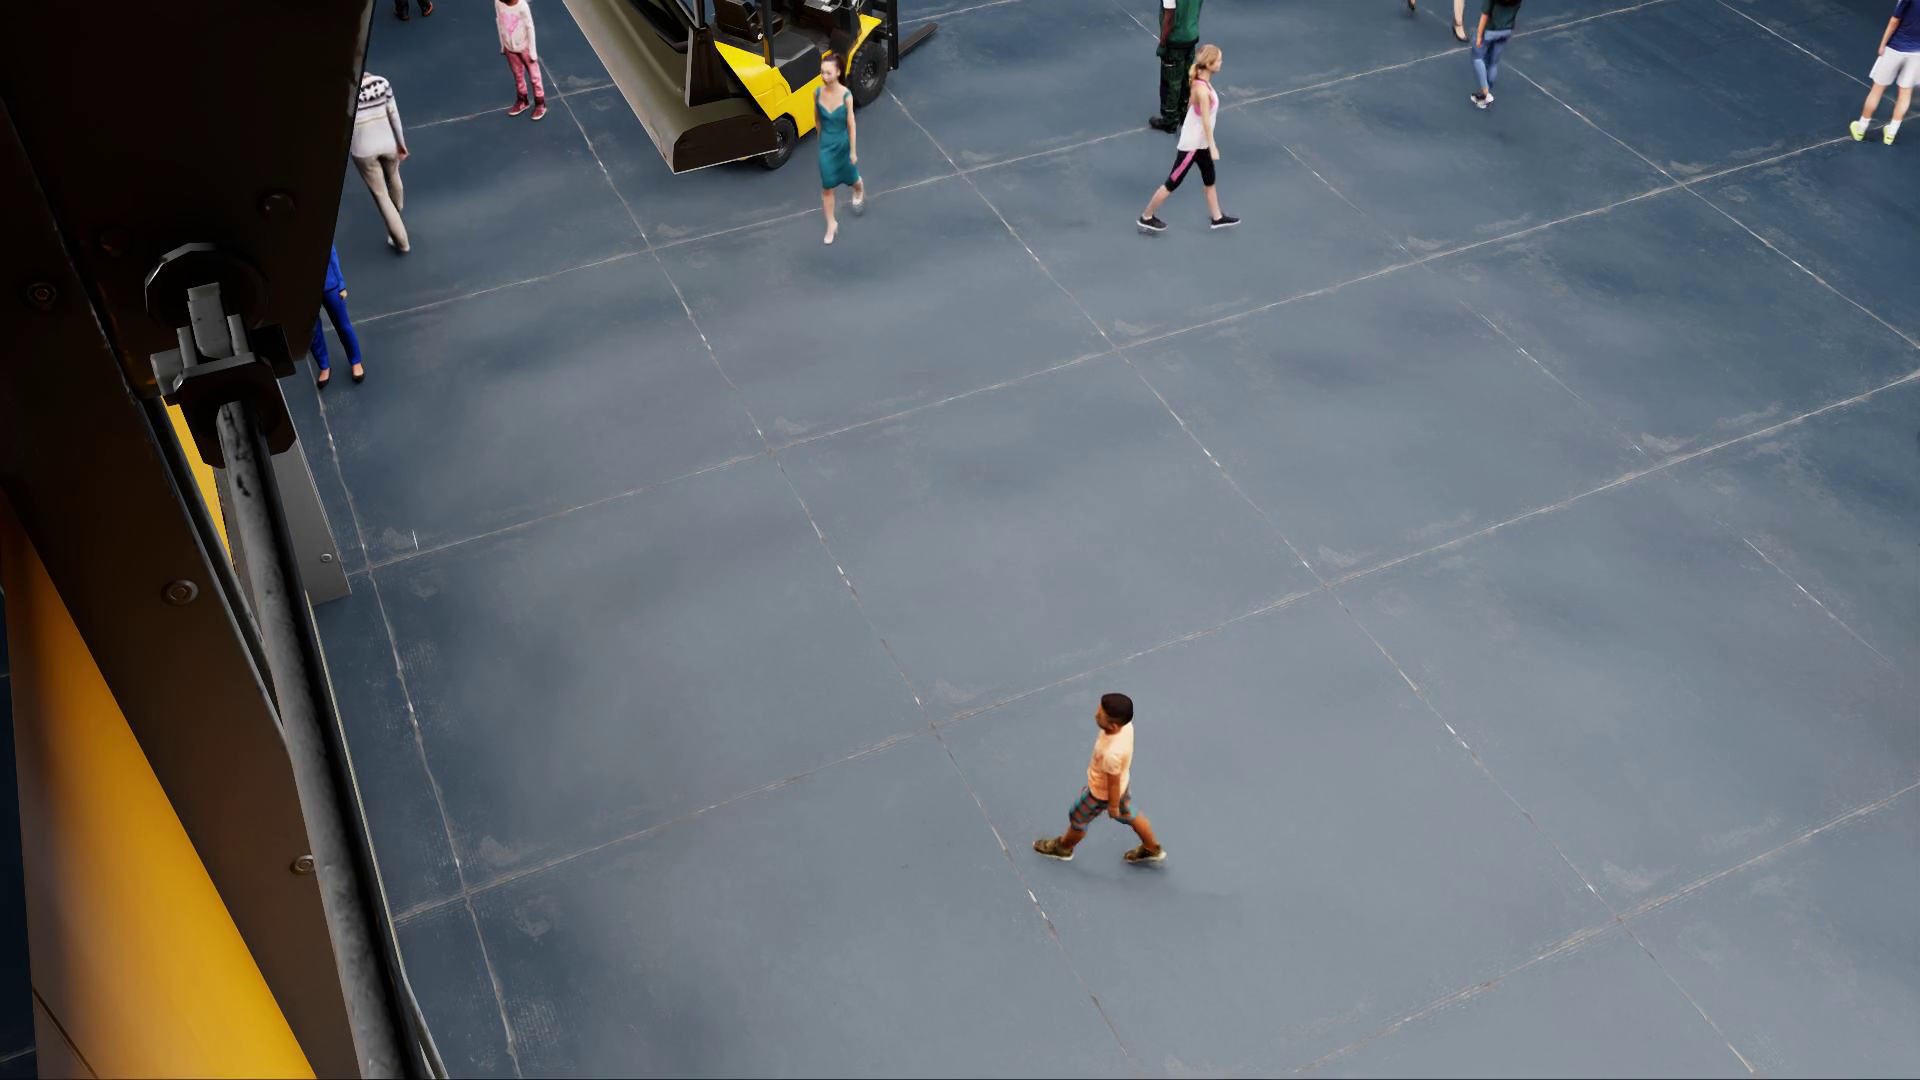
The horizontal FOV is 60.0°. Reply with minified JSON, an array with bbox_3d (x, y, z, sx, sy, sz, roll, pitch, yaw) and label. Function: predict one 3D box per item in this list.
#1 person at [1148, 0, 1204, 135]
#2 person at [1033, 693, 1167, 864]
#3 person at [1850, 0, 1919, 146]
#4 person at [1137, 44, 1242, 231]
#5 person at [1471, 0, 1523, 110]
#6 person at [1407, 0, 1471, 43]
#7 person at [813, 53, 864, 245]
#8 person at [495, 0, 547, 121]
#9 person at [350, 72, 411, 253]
[{"bbox_3d":[2.044,-4.686,15.507,0.759,1.838,0.732,-34,53,-30],"label":"person"},{"bbox_3d":[0.915,1.389,9.423,0.986,1.433,0.989,9,44,9],"label":"person"},{"bbox_3d":[8.754,-4.541,15.357,0.715,1.834,0.750,9,44,10],"label":"person"},{"bbox_3d":[1.896,-3.359,14.183,1.062,1.742,1.158,4,44,4],"label":"person"},{"bbox_3d":[5.135,-4.819,15.817,0.675,1.602,0.772,-8,44,-8],"label":"person"},{"bbox_3d":[5.031,-6.046,16.973,0.916,1.784,1.227,-34,53,-31],"label":"person"},{"bbox_3d":[-1.009,-3.391,14.273,0.919,1.665,0.995,12,45,12],"label":"person"},{"bbox_3d":[-4.201,-4.733,15.839,0.606,1.446,0.671,16,46,16],"label":"person"},{"bbox_3d":[-4.914,-3.268,14.025,0.859,1.829,1.151,-29,51,-27],"label":"person"}]
